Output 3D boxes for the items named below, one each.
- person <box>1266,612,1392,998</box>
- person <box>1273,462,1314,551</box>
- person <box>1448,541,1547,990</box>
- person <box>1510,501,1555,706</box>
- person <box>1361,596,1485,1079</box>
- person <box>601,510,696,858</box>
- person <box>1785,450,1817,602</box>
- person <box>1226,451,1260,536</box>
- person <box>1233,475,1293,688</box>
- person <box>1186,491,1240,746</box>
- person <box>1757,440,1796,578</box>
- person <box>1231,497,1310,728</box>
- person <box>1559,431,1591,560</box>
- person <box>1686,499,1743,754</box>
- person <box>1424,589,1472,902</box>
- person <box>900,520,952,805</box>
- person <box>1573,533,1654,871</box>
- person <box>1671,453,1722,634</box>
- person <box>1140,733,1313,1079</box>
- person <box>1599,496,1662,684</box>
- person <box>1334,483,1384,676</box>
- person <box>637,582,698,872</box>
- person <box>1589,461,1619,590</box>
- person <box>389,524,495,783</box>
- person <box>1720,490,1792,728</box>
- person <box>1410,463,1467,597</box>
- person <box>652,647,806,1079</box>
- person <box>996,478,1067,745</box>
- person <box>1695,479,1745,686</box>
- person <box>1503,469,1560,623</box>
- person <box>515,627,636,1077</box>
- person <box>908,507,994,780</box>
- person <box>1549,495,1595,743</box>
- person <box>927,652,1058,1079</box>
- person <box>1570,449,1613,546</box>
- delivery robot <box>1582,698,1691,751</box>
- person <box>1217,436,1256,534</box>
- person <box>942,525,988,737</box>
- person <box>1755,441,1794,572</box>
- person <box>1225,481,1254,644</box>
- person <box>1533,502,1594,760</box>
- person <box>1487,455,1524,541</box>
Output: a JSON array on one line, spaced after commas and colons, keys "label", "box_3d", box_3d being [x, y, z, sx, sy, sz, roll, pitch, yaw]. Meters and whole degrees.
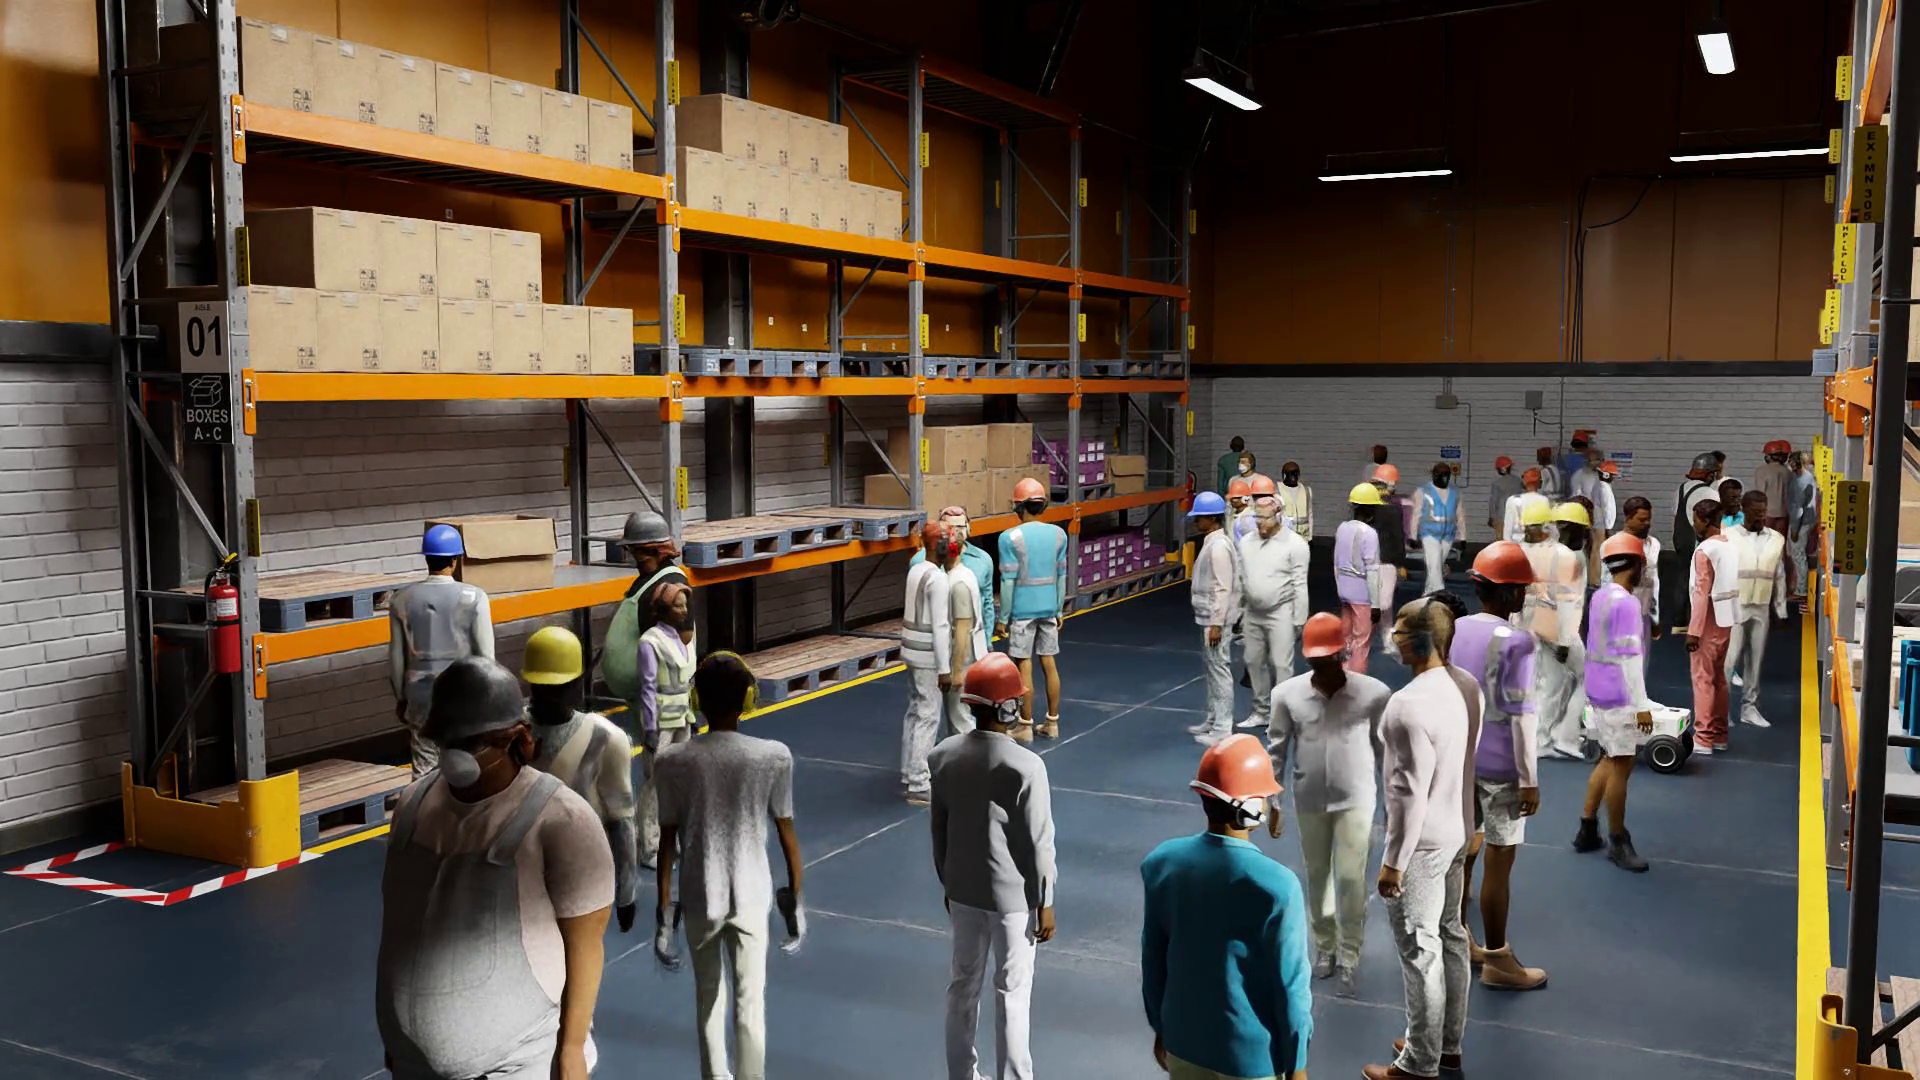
[{"label": "person", "box_3d": [1.676, 1.184, 7.571, 0.593, 1.727, 0.606, 2, 6, 20]}, {"label": "person", "box_3d": [3.958, -0.020, 19.951, 0.634, 1.842, 0.429, -1, 5, -13]}, {"label": "person", "box_3d": [2.460, 1.022, 7.657, 0.387, 2.045, 0.605, -2, 6, -17]}, {"label": "person", "box_3d": [4.728, 0.577, 13.678, 0.424, 1.809, 0.605, -1, 5, -14]}, {"label": "person", "box_3d": [1.812, 1.183, 6.491, 0.362, 1.938, 0.636, 4, 7, 38]}, {"label": "person", "box_3d": [-1.827, 0.830, 9.747, 0.535, 2.000, 0.687, -2, 6, -22]}, {"label": "person", "box_3d": [10.686, -0.173, 21.164, 0.368, 1.932, 0.623, 4, 7, 37]}, {"label": "person", "box_3d": [3.553, -0.132, 20.662, 0.359, 1.934, 0.639, -4, 7, -39]}, {"label": "person", "box_3d": [2.746, 0.381, 15.117, 0.543, 1.939, 0.363, 1, 5, 7]}, {"label": "person", "box_3d": [1.935, 0.597, 12.762, 0.409, 1.943, 0.615, 0, 5, 3]}, {"label": "person", "box_3d": [11.625, -0.434, 23.670, 0.625, 1.984, 0.408, -1, 5, -7]}, {"label": "person", "box_3d": [2.436, 0.595, 13.148, 0.670, 1.889, 0.399, 5, 7, 44]}, {"label": "person", "box_3d": [9.715, -0.694, 26.127, 0.605, 2.045, 0.378, 3, 6, 31]}, {"label": "person", "box_3d": [5.626, 0.646, 12.461, 0.408, 1.909, 0.594, 5, 7, 42]}, {"label": "person", "box_3d": [2.552, 1.100, 8.714, 0.322, 1.688, 0.531, 2, 6, 25]}, {"label": "person", "box_3d": [-0.207, 0.801, 11.006, 0.380, 1.872, 0.588, -2, 6, -16]}, {"label": "person", "box_3d": [3.793, 0.923, 9.612, 0.358, 1.896, 0.687, 1, 5, 11]}, {"label": "person", "box_3d": [8.077, 0.052, 18.115, 0.536, 2.000, 0.684, -1, 5, -9]}, {"label": "person", "box_3d": [0.784, 1.429, 4.815, 0.333, 1.753, 0.562, -5, 7, -43]}, {"label": "person", "box_3d": [5.167, 0.608, 12.870, 0.601, 1.906, 0.386, -3, 6, -30]}, {"label": "person", "box_3d": [3.397, 0.480, 14.109, 0.366, 1.926, 0.594, -2, 6, -17]}, {"label": "person", "box_3d": [-1.666, 1.051, 9.511, 0.310, 1.638, 0.522, 2, 6, 20]}, {"label": "person", "box_3d": [8.640, -0.193, 22.305, 0.335, 1.747, 0.562, 1, 5, 6]}, {"label": "person", "box_3d": [-2.992, 0.884, 9.655, 0.604, 1.949, 0.398, 0, 5, 2]}, {"label": "person", "box_3d": [6.368, 0.548, 13.437, 0.607, 1.919, 0.417, -1, 5, -7]}, {"label": "person", "box_3d": [5.890, -0.031, 20.307, 0.651, 1.790, 0.952, -1, 5, -13]}, {"label": "person", "box_3d": [-0.812, 1.296, 5.857, 0.529, 1.837, 0.917, -1, 5, -7]}, {"label": "person", "box_3d": [0.535, 0.546, 12.787, 0.609, 2.044, 0.394, -3, 6, -31]}, {"label": "person", "box_3d": [6.987, 0.390, 15.217, 0.584, 1.910, 0.394, -1, 5, -9]}, {"label": "person", "box_3d": [6.177, 0.158, 18.085, 0.771, 1.848, 0.538, 0, 5, -3]}, {"label": "person", "box_3d": [-1.507, 1.255, 6.118, 0.591, 1.897, 0.920, 2, 6, 17]}, {"label": "person", "box_3d": [-0.043, 0.718, 11.670, 0.642, 1.909, 0.409, -2, 6, -21]}, {"label": "person", "box_3d": [4.701, 0.606, 12.889, 0.407, 1.909, 0.597, 3, 6, 27]}, {"label": "person", "box_3d": [0.137, 1.294, 6.255, 0.563, 1.756, 0.318, 4, 7, 40]}, {"label": "person", "box_3d": [8.993, -0.371, 23.693, 0.658, 1.862, 0.971, -1, 5, -6]}, {"label": "delivery robot", "box_3d": [4.873, 1.308, 12.004, 0.707, 0.478, 0.477, 3, 6, 30]}, {"label": "person", "box_3d": [4.479, -0.713, 26.888, 0.635, 1.939, 0.359, 2, 6, 18]}, {"label": "person", "box_3d": [-0.020, 0.809, 11.097, 0.388, 1.836, 0.562, -1, 5, -11]}, {"label": "person", "box_3d": [11.126, -0.361, 22.806, 0.611, 1.995, 0.375, -2, 6, -18]}, {"label": "person", "box_3d": [2.981, 0.240, 17.698, 0.355, 1.742, 0.565, -1, 5, -12]}, {"label": "person", "box_3d": [4.458, 0.673, 12.192, 0.590, 1.901, 0.601, 0, 5, -2]}, {"label": "person", "box_3d": [7.950, -0.367, 24.260, 0.562, 1.734, 0.372, -2, 6, -25]}]
